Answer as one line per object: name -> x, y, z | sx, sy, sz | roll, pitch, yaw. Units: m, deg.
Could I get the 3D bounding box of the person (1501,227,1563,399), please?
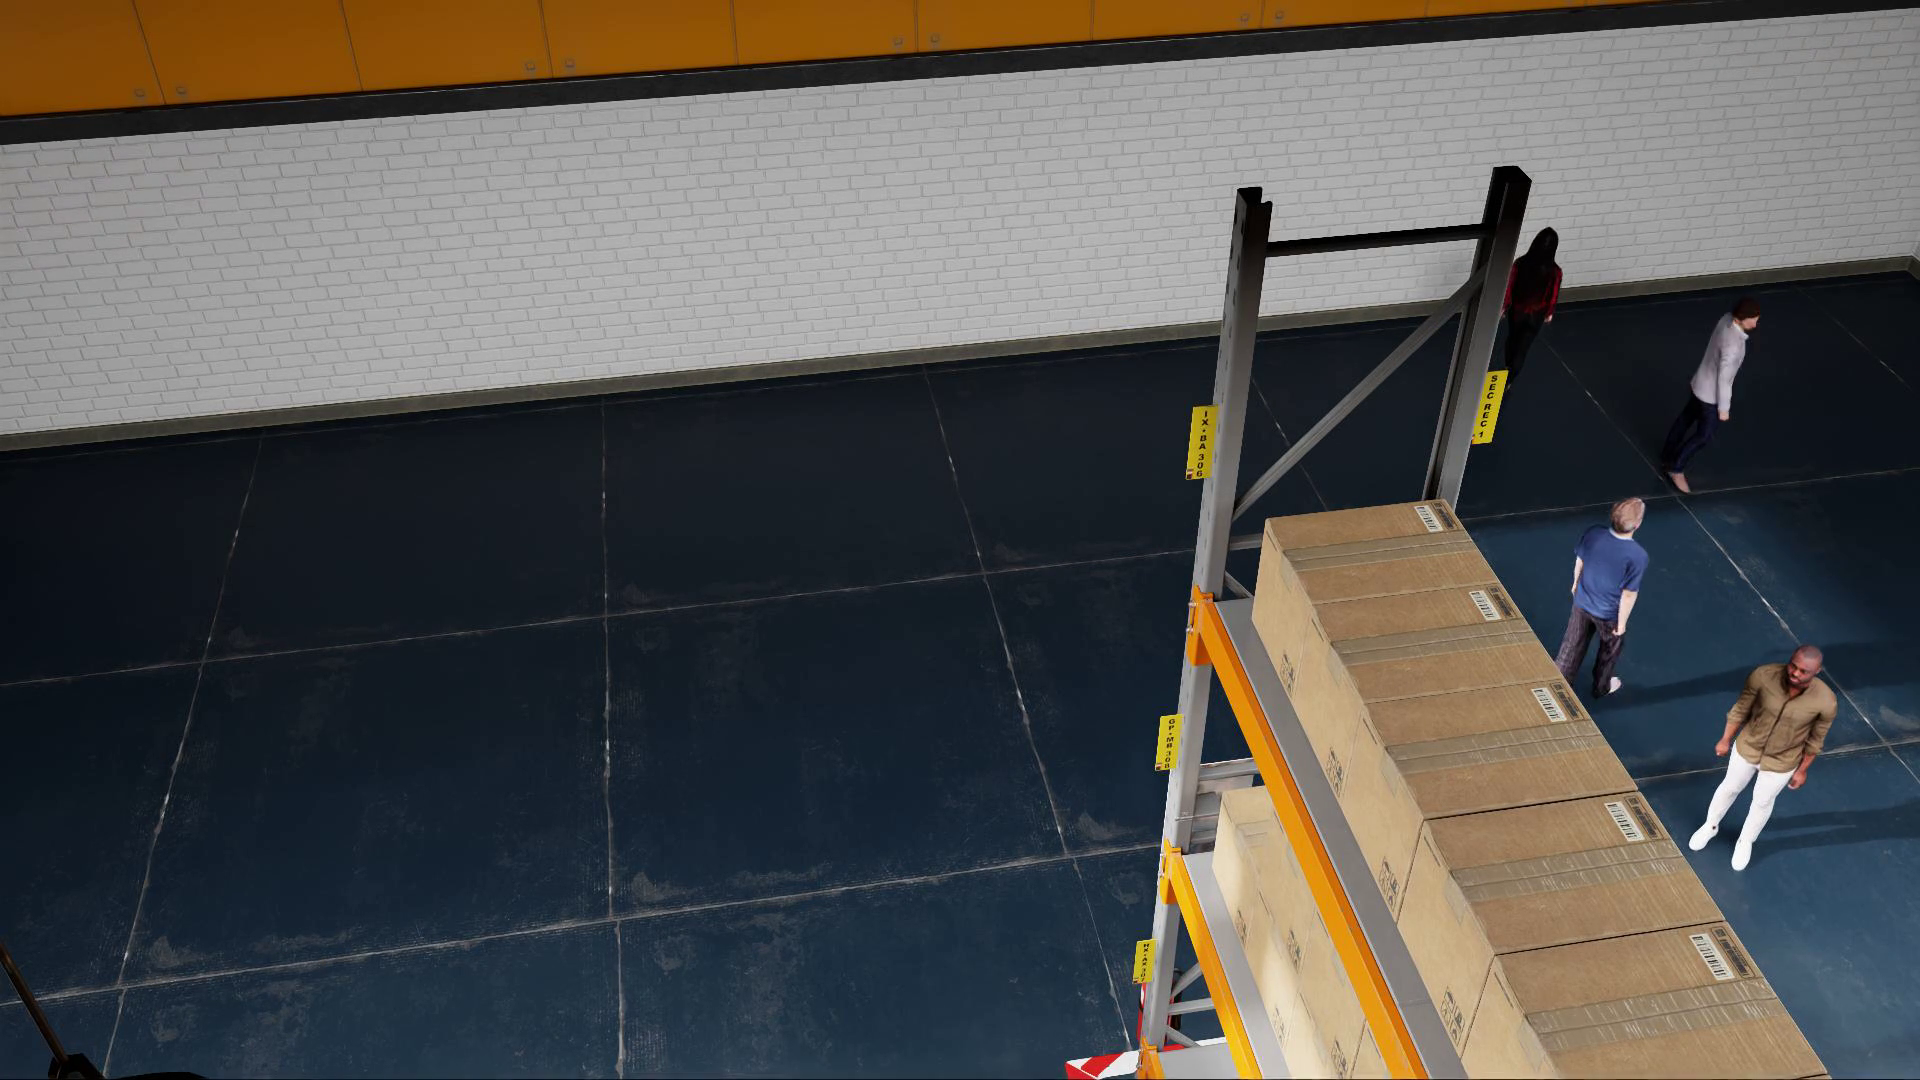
person -> 5.048, -1.978, 14.861 | 0.794, 1.642, 0.861 | 19, 42, 22

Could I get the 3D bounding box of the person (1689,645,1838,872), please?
person -> 5.122, 1.344, 10.555 | 0.774, 1.825, 0.844 | 25, 45, 28

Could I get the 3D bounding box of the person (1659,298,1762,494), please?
person -> 6.217, -1.261, 13.826 | 0.903, 1.813, 0.703 | -1, 39, -1

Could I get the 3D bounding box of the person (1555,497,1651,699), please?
person -> 4.399, 0.513, 11.572 | 0.979, 1.855, 0.959 | -28, 47, -31
